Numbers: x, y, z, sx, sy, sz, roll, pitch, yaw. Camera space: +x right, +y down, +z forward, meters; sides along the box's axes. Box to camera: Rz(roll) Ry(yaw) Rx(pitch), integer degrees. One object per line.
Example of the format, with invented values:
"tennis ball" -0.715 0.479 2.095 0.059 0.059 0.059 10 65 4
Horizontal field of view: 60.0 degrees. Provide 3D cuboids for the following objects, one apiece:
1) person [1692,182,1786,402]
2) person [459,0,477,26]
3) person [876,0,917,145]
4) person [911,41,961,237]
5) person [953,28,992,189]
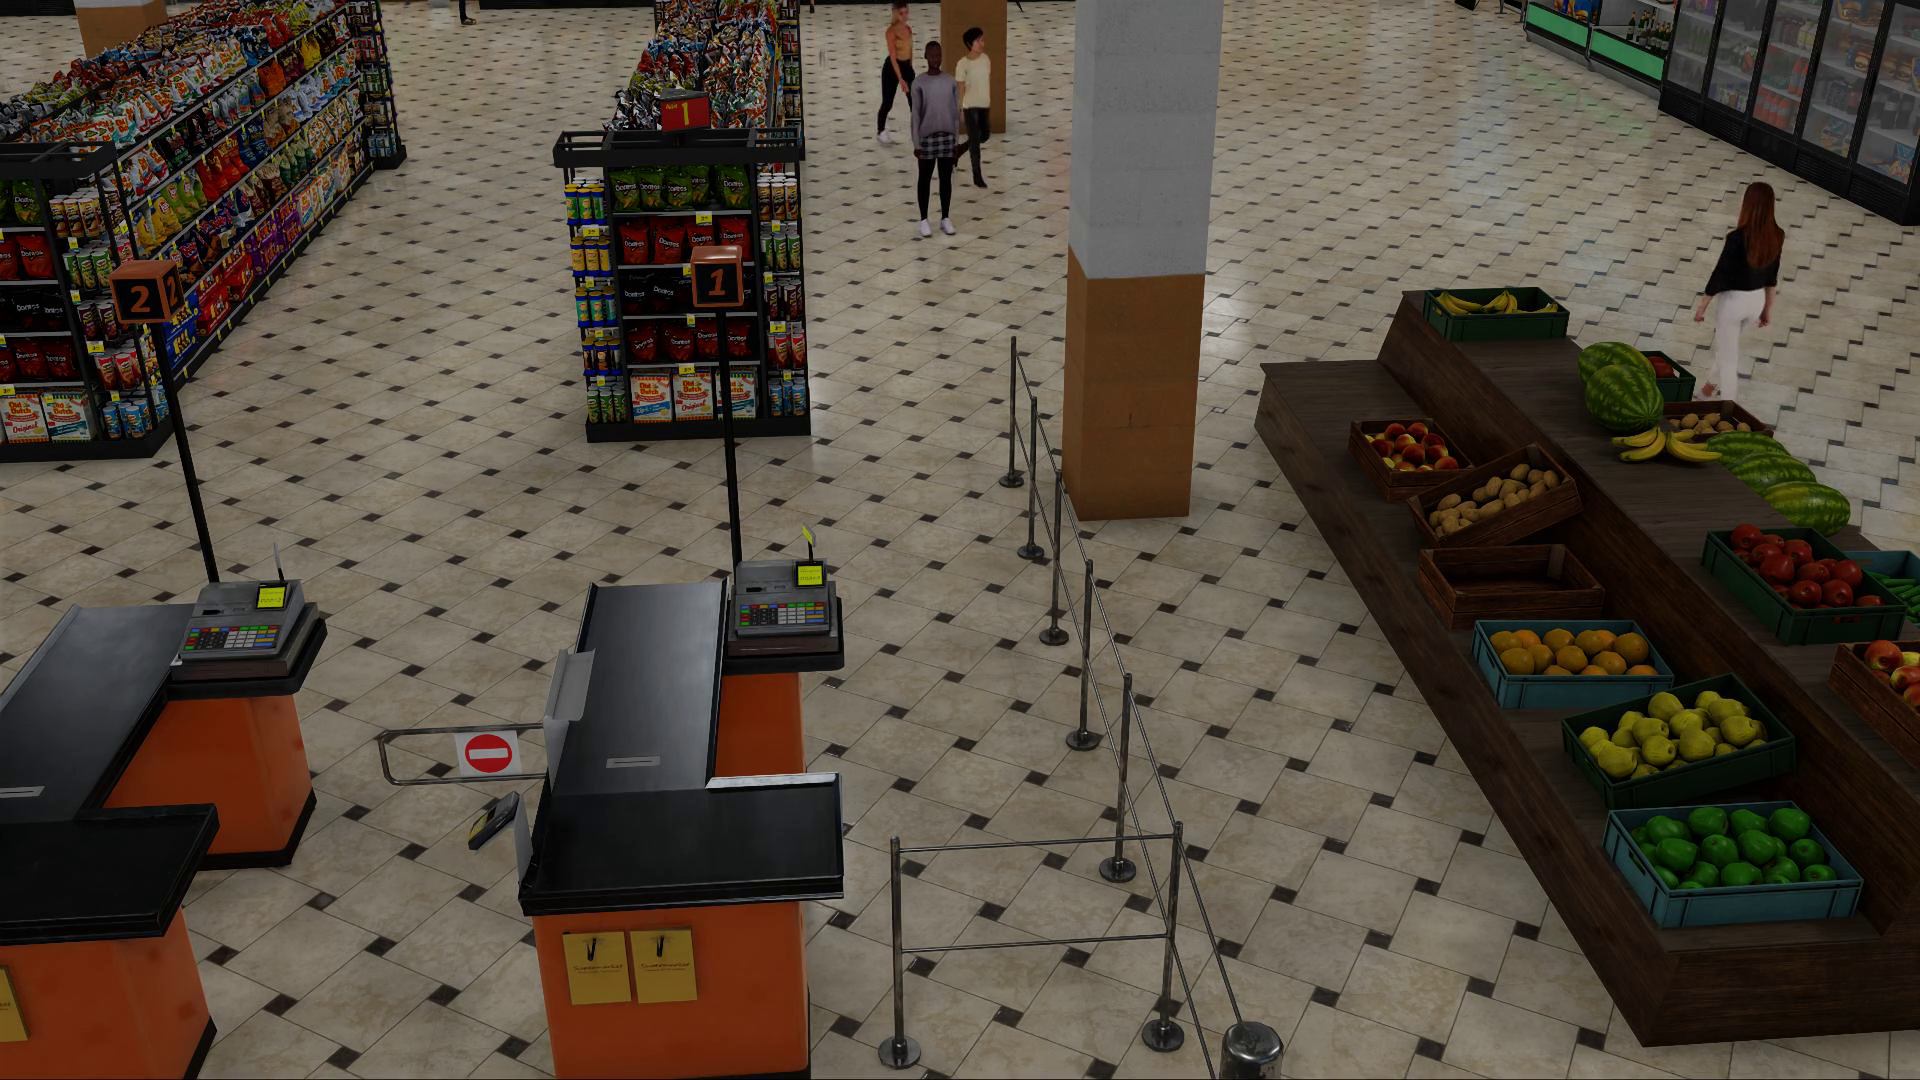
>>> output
"person" 5.299 -1.531 11.195 0.728 1.682 0.939 -8 28 -15
"person" -7.683 -8.629 25.606 0.600 1.307 0.453 -7 28 -13
"person" -0.747 -5.102 18.349 1.053 1.579 1.215 -23 35 -37
"person" -0.226 -3.720 15.411 0.658 1.772 0.605 -9 28 -18
"person" 0.113 -4.430 17.035 0.879 1.570 0.992 -20 33 -35
